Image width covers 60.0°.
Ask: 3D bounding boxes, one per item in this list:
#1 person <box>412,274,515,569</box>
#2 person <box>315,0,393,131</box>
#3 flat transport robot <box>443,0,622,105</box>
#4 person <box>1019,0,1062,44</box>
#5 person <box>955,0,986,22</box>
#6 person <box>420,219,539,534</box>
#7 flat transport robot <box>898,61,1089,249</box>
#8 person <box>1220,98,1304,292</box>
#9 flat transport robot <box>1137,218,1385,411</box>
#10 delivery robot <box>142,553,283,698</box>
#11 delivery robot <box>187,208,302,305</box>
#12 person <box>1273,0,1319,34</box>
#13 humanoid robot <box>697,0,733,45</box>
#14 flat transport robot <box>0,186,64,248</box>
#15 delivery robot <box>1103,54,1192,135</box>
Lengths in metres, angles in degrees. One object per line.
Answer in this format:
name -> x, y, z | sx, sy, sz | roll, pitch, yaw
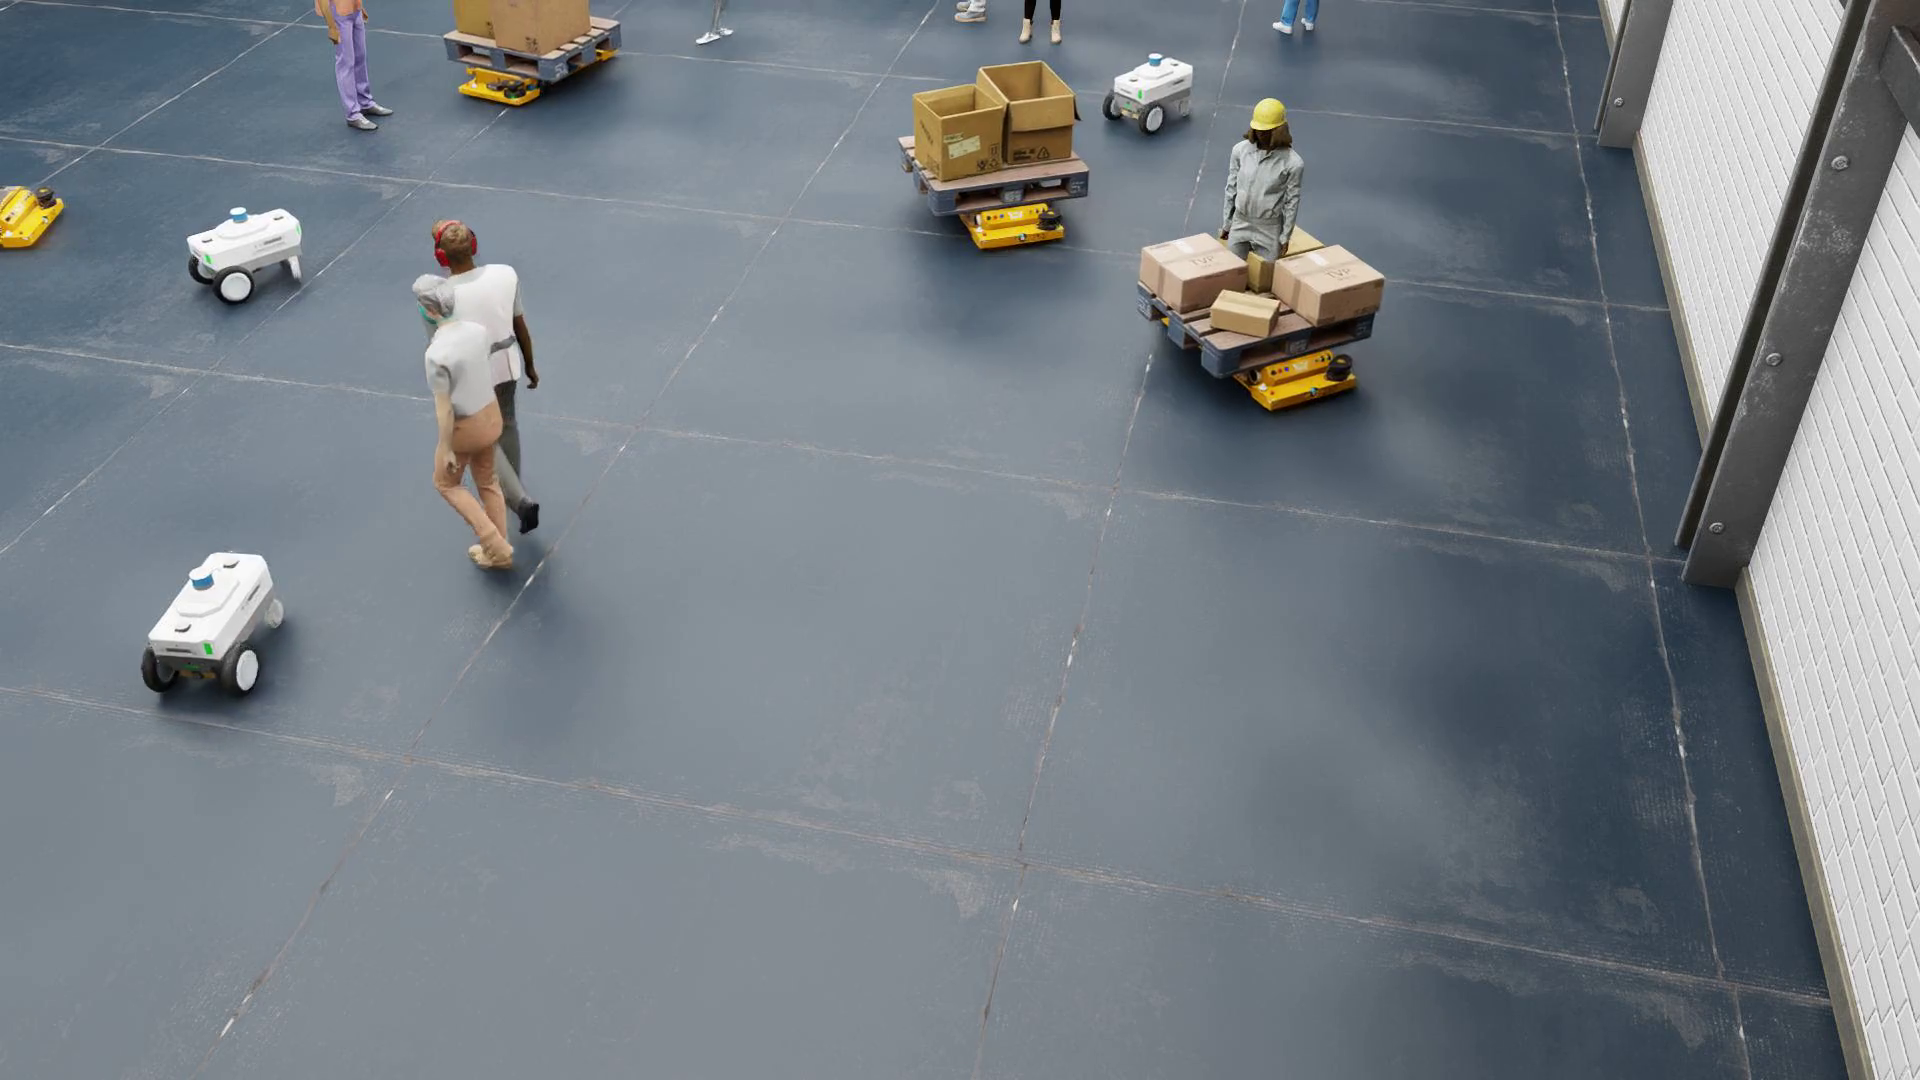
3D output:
person -> -2.619, -0.586, 8.793 | 0.389, 1.712, 0.508 | 16, 40, 20
person -> -5.079, -4.320, 13.685 | 0.375, 1.840, 0.571 | 6, 37, 7
flat transport robot -> -3.786, -4.270, 14.933 | 0.659, 0.231, 1.431 | 17, 40, 21
person -> 0.779, -5.425, 15.284 | 0.534, 1.696, 0.318 | 4, 37, 5
person -> 0.121, -5.871, 15.728 | 0.362, 1.883, 0.574 | 5, 37, 7
person -> -2.572, -0.880, 9.111 | 0.570, 1.816, 0.751 | -27, 44, -31
flat transport robot -> 0.258, -2.656, 12.772 | 0.659, 0.231, 1.431 | -10, 38, -14
person -> 1.899, -1.985, 10.642 | 0.488, 1.743, 0.295 | 18, 40, 22
flat transport robot -> 1.924, -1.337, 11.008 | 0.659, 0.231, 1.431 | -16, 40, -21
delivery robot -> -3.780, 0.422, 8.428 | 0.499, 0.609, 0.805 | 4, 37, 5
delivery robot -> -5.026, -2.034, 11.700 | 0.763, 0.592, 0.518 | -29, 46, -33
person -> 3.224, -5.594, 15.483 | 0.486, 1.730, 0.363 | -12, 38, -16
humanoid robot -> -2.338, -5.402, 15.228 | 0.814, 1.785, 0.618 | -3, 37, -4
flat transport robot -> -7.566, -2.395, 12.424 | 1.431, 0.231, 0.659 | -2, 37, -3
delivery robot -> 1.625, -3.806, 14.066 | 0.789, 0.587, 0.499 | -29, 46, -33
